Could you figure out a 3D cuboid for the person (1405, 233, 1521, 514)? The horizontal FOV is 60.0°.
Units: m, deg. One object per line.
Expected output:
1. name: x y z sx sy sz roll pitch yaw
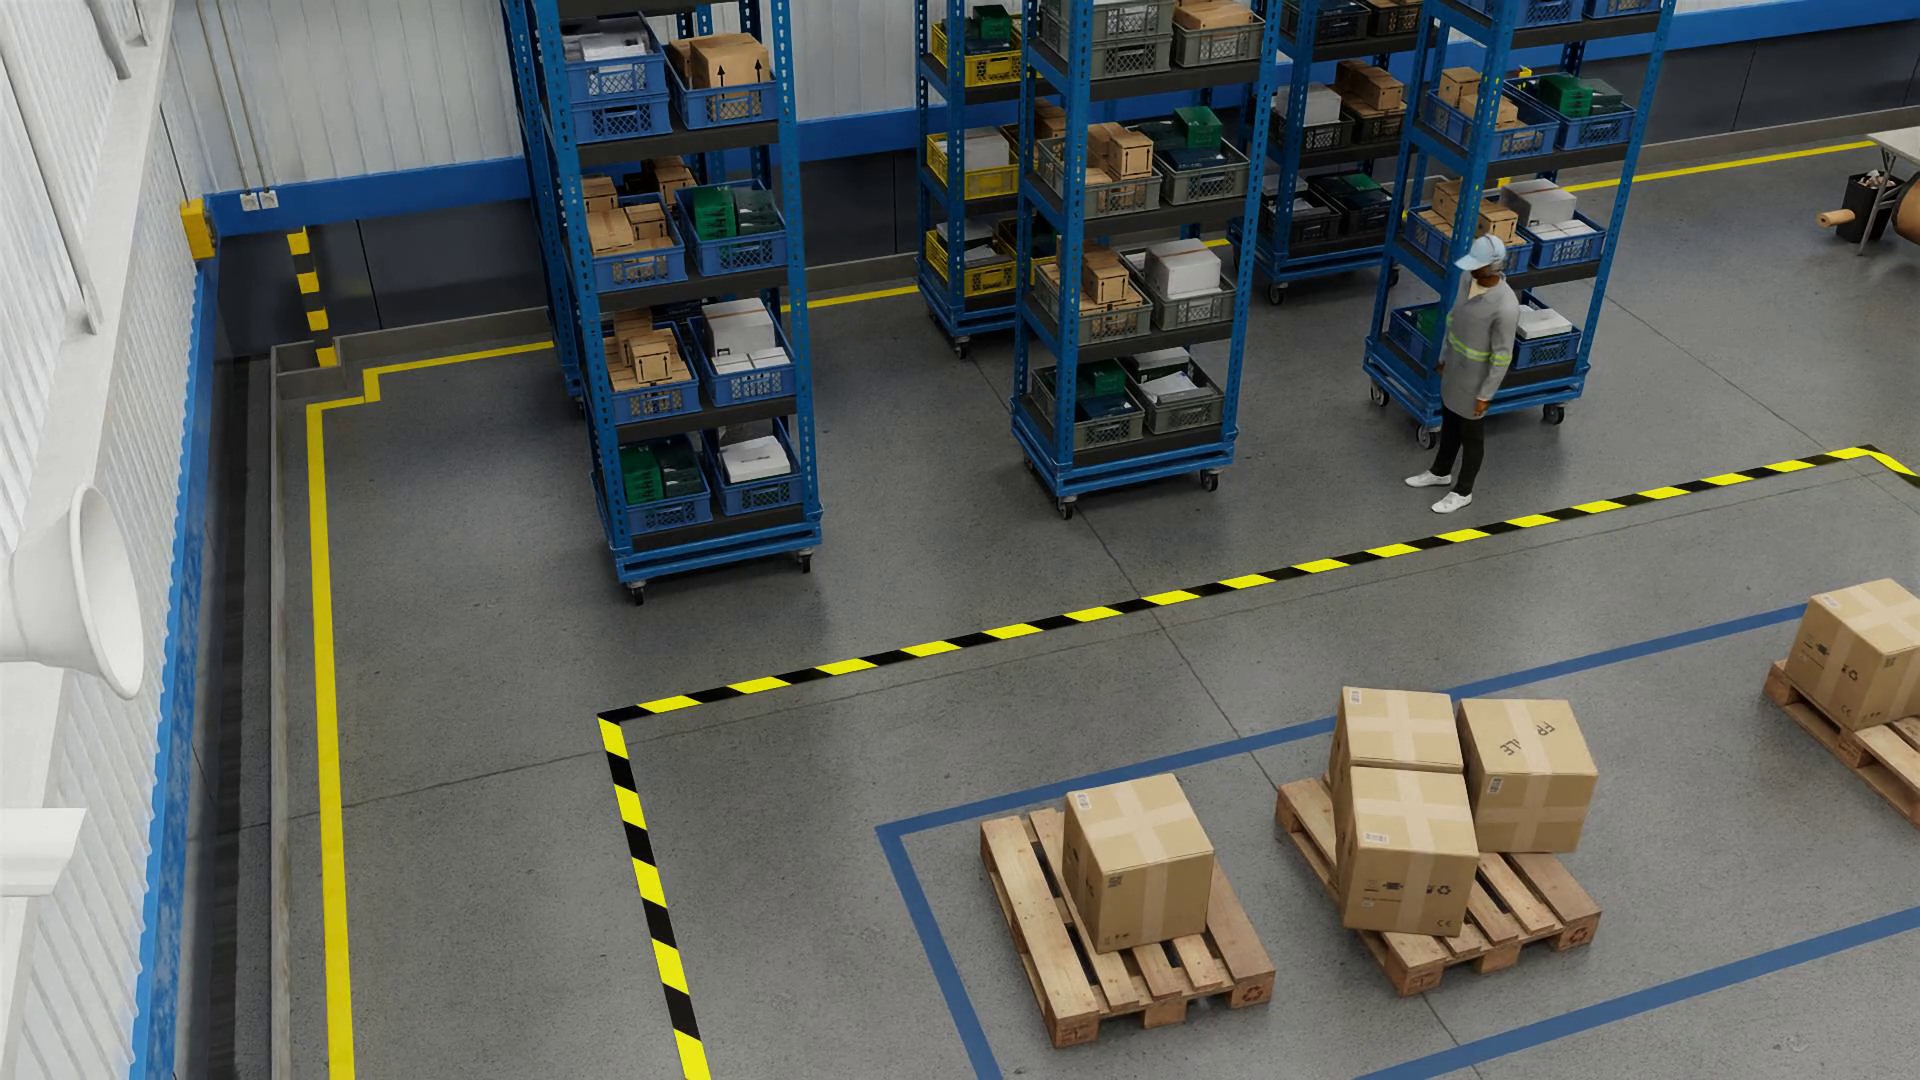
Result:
1. person: 3.071 -1.016 10.126 0.397 1.848 0.587 -9 36 -12
